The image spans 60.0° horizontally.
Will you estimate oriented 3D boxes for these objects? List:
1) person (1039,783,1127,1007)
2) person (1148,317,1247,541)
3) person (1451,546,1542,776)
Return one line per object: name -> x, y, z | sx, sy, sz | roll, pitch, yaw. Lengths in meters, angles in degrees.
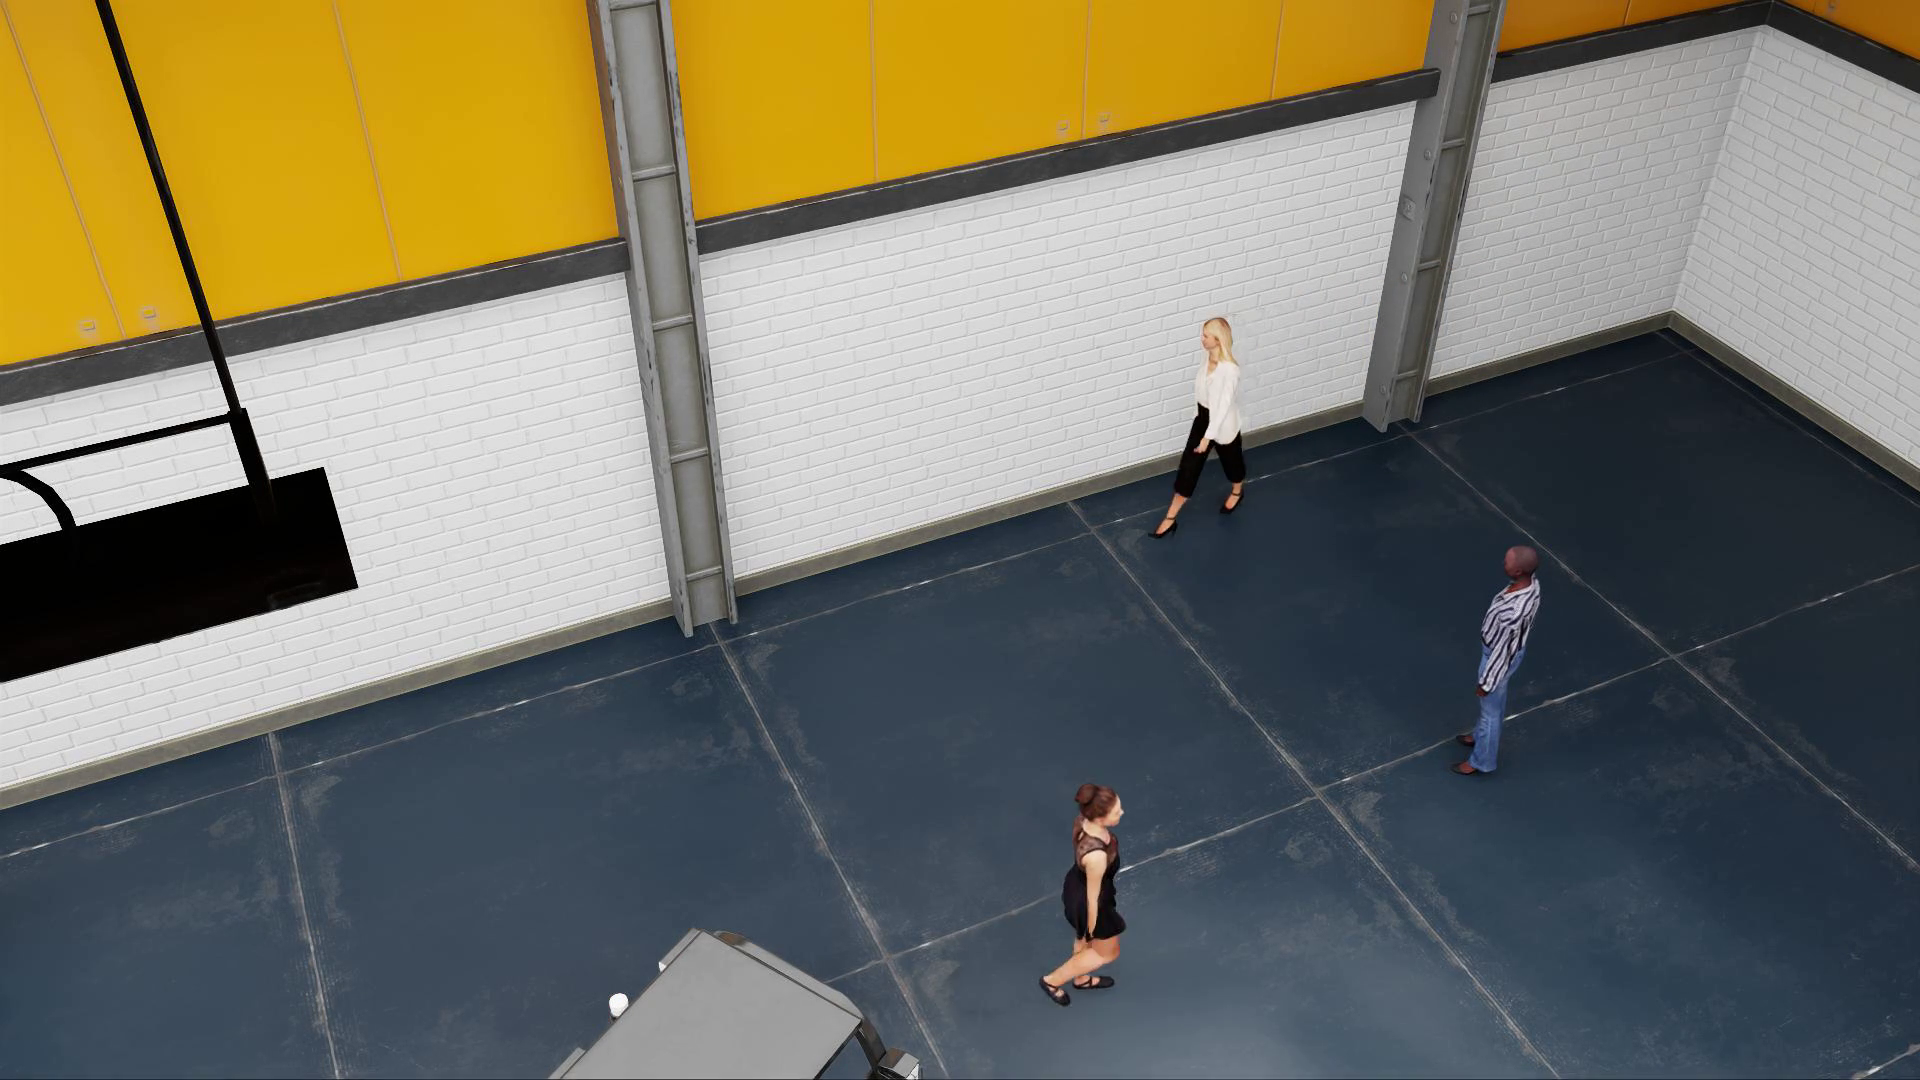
person -> 0.626, 1.918, 8.925 | 0.762, 1.667, 0.675 | -4, 39, -5
person -> 1.956, -0.813, 12.242 | 1.190, 1.794, 0.693 | -21, 43, -24
person -> 3.347, 0.745, 10.290 | 0.759, 1.795, 0.682 | 16, 41, 19
